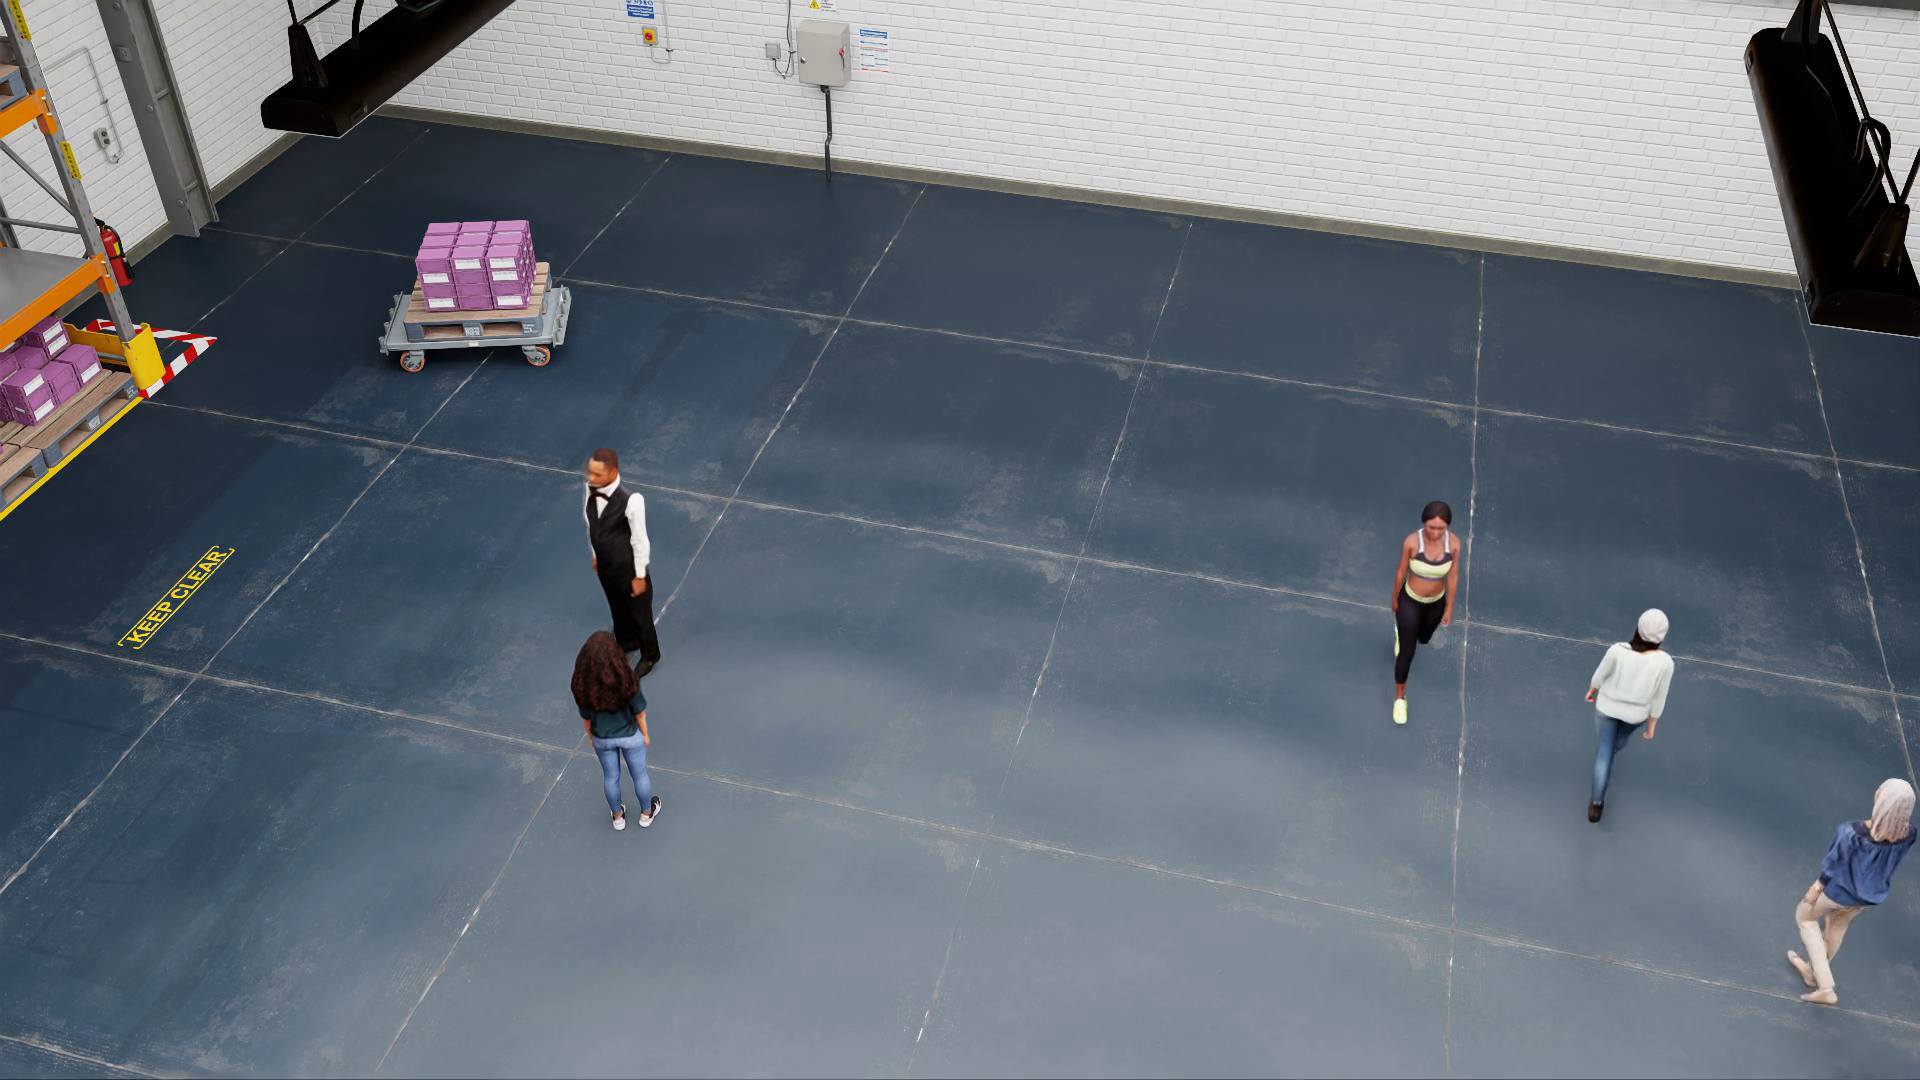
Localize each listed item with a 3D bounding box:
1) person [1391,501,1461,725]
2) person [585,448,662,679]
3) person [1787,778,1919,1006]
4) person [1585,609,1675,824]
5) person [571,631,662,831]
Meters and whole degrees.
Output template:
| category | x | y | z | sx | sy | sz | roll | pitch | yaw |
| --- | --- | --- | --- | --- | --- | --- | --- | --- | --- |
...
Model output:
| category | x | y | z | sx | sy | sz | roll | pitch | yaw |
| --- | --- | --- | --- | --- | --- | --- | --- | --- | --- |
| person | 3.195 | 0.387 | 11.535 | 0.713 | 1.730 | 1.104 | 2 | 39 | 2 |
| person | -2.380 | 0.131 | 11.705 | 0.763 | 1.920 | 0.719 | 24 | 45 | 27 |
| person | 5.105 | 2.066 | 9.470 | 0.781 | 1.684 | 0.878 | -6 | 39 | -7 |
| person | 4.252 | 1.147 | 10.676 | 0.646 | 1.615 | 1.031 | 13 | 40 | 16 |
| person | -2.185 | 1.222 | 10.581 | 0.672 | 1.617 | 0.687 | -2 | 39 | -2 |
